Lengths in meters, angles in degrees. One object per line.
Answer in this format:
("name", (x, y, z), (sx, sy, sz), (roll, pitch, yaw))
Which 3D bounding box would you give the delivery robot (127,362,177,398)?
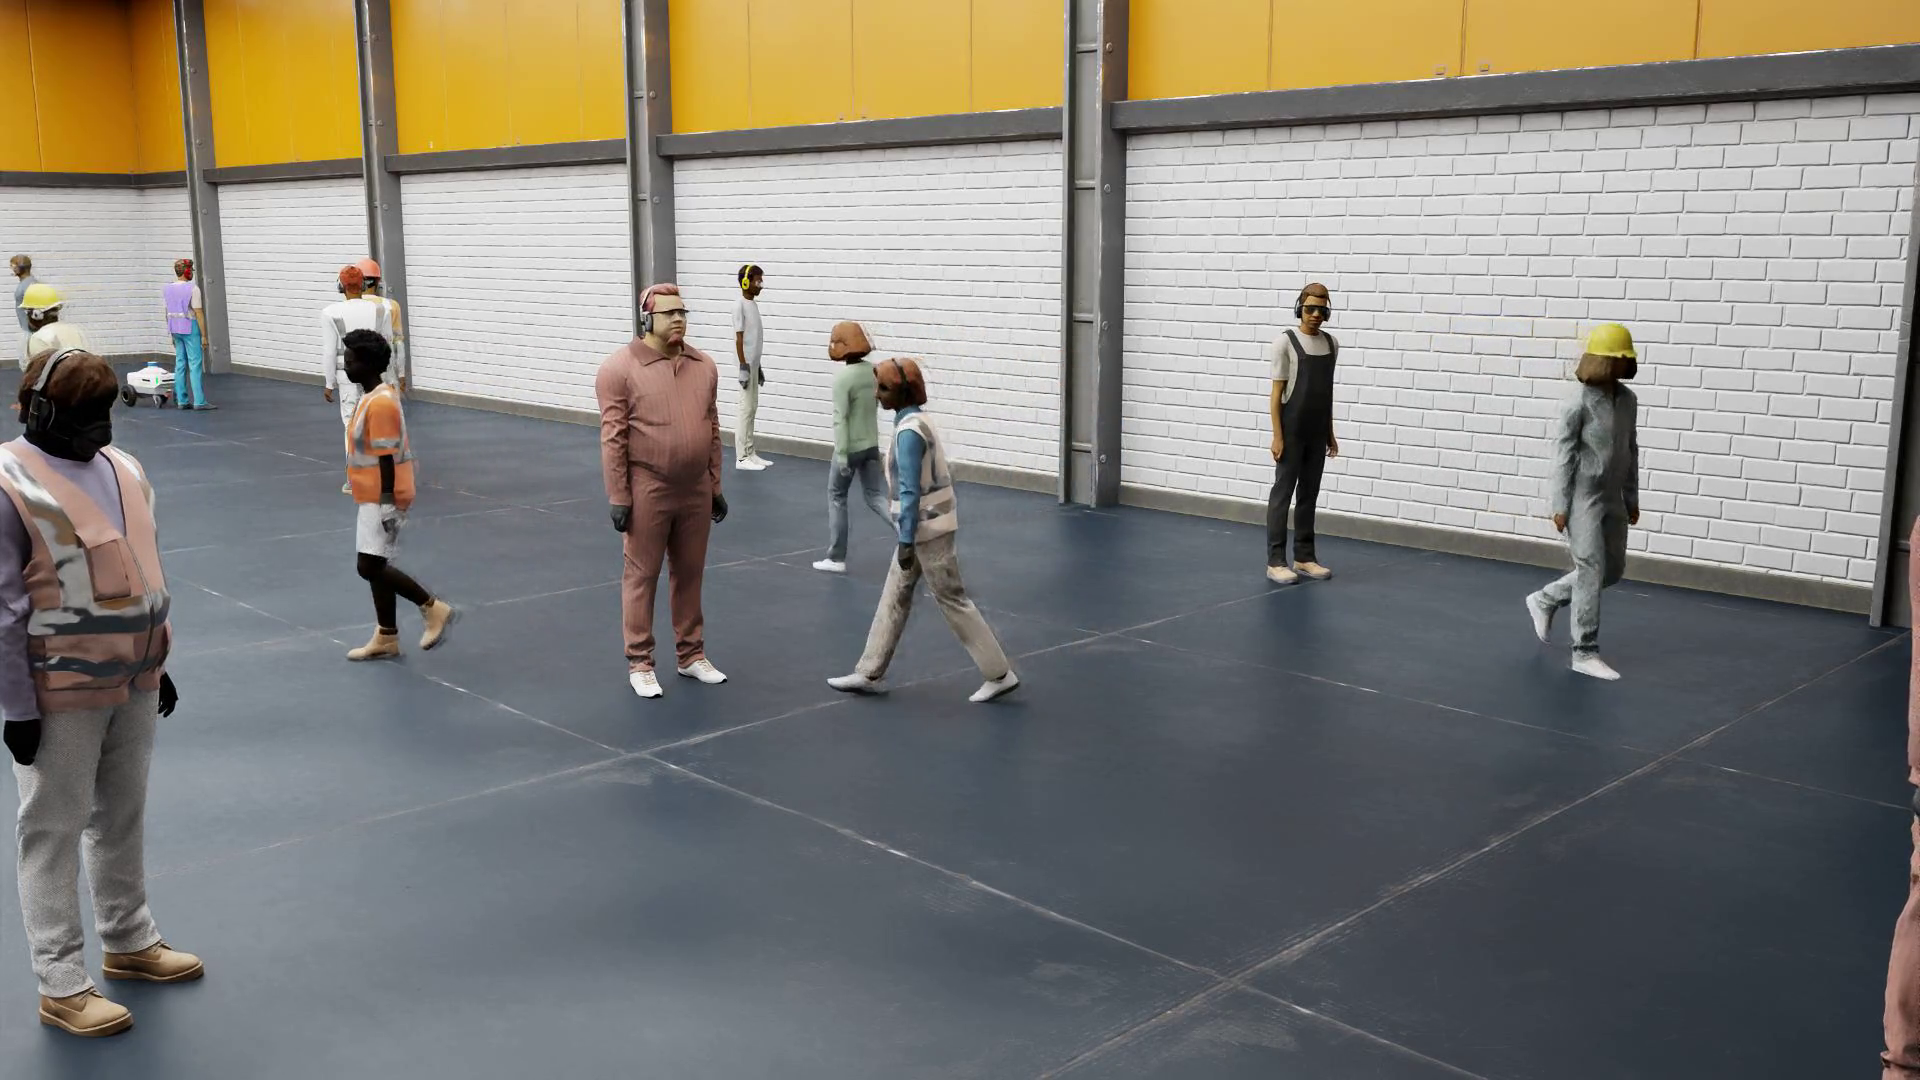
("delivery robot", (-10.054, -1.980, 20.739), (0.707, 0.478, 0.477), (7, 13, 34))

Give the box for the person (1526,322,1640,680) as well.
("person", (3.044, -0.210, 8.148), (0.490, 1.722, 0.583), (-7, 12, -32))

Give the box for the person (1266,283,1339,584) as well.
("person", (2.127, -0.657, 10.268), (0.505, 1.842, 0.347), (-6, 12, -30))

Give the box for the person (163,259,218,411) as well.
("person", (-9.418, -2.492, 20.265), (0.569, 1.845, 0.384), (4, 11, 22))

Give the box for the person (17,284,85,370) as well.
("person", (-6.643, -0.983, 12.234), (0.950, 1.785, 0.601), (1, 10, 3))

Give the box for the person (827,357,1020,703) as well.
("person", (-0.144, -0.033, 7.561), (0.879, 1.592, 0.557), (-1, 10, -3))

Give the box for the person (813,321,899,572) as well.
("person", (-0.601, -0.568, 10.417), (0.718, 1.609, 0.511), (7, 12, 33))

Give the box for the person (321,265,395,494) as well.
("person", (-4.958, -1.316, 13.749), (0.574, 1.884, 0.355), (-7, 12, -32))

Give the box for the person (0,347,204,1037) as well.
("person", (-2.372, 0.398, 4.537), (0.429, 1.838, 0.621), (2, 11, 10))

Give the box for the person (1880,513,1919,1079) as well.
("person", (2.460, 0.492, 3.858), (0.638, 1.900, 0.404), (-6, 12, -29))

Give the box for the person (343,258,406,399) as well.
("person", (-5.097, -1.473, 14.461), (0.542, 1.937, 0.360), (-2, 11, -12))

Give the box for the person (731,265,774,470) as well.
("person", (-1.910, -1.574, 15.210), (0.328, 1.867, 0.509), (2, 11, 8))

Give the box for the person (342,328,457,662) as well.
("person", (-2.843, -0.212, 8.278), (0.433, 1.678, 0.543), (-5, 12, -26))

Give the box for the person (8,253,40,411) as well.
("person", (-11.299, -2.550, 20.397), (0.708, 1.918, 0.635), (-5, 12, -27))

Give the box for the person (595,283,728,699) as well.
("person", (-1.360, -0.235, 7.780), (0.642, 1.913, 0.409), (-10, 14, -43))
